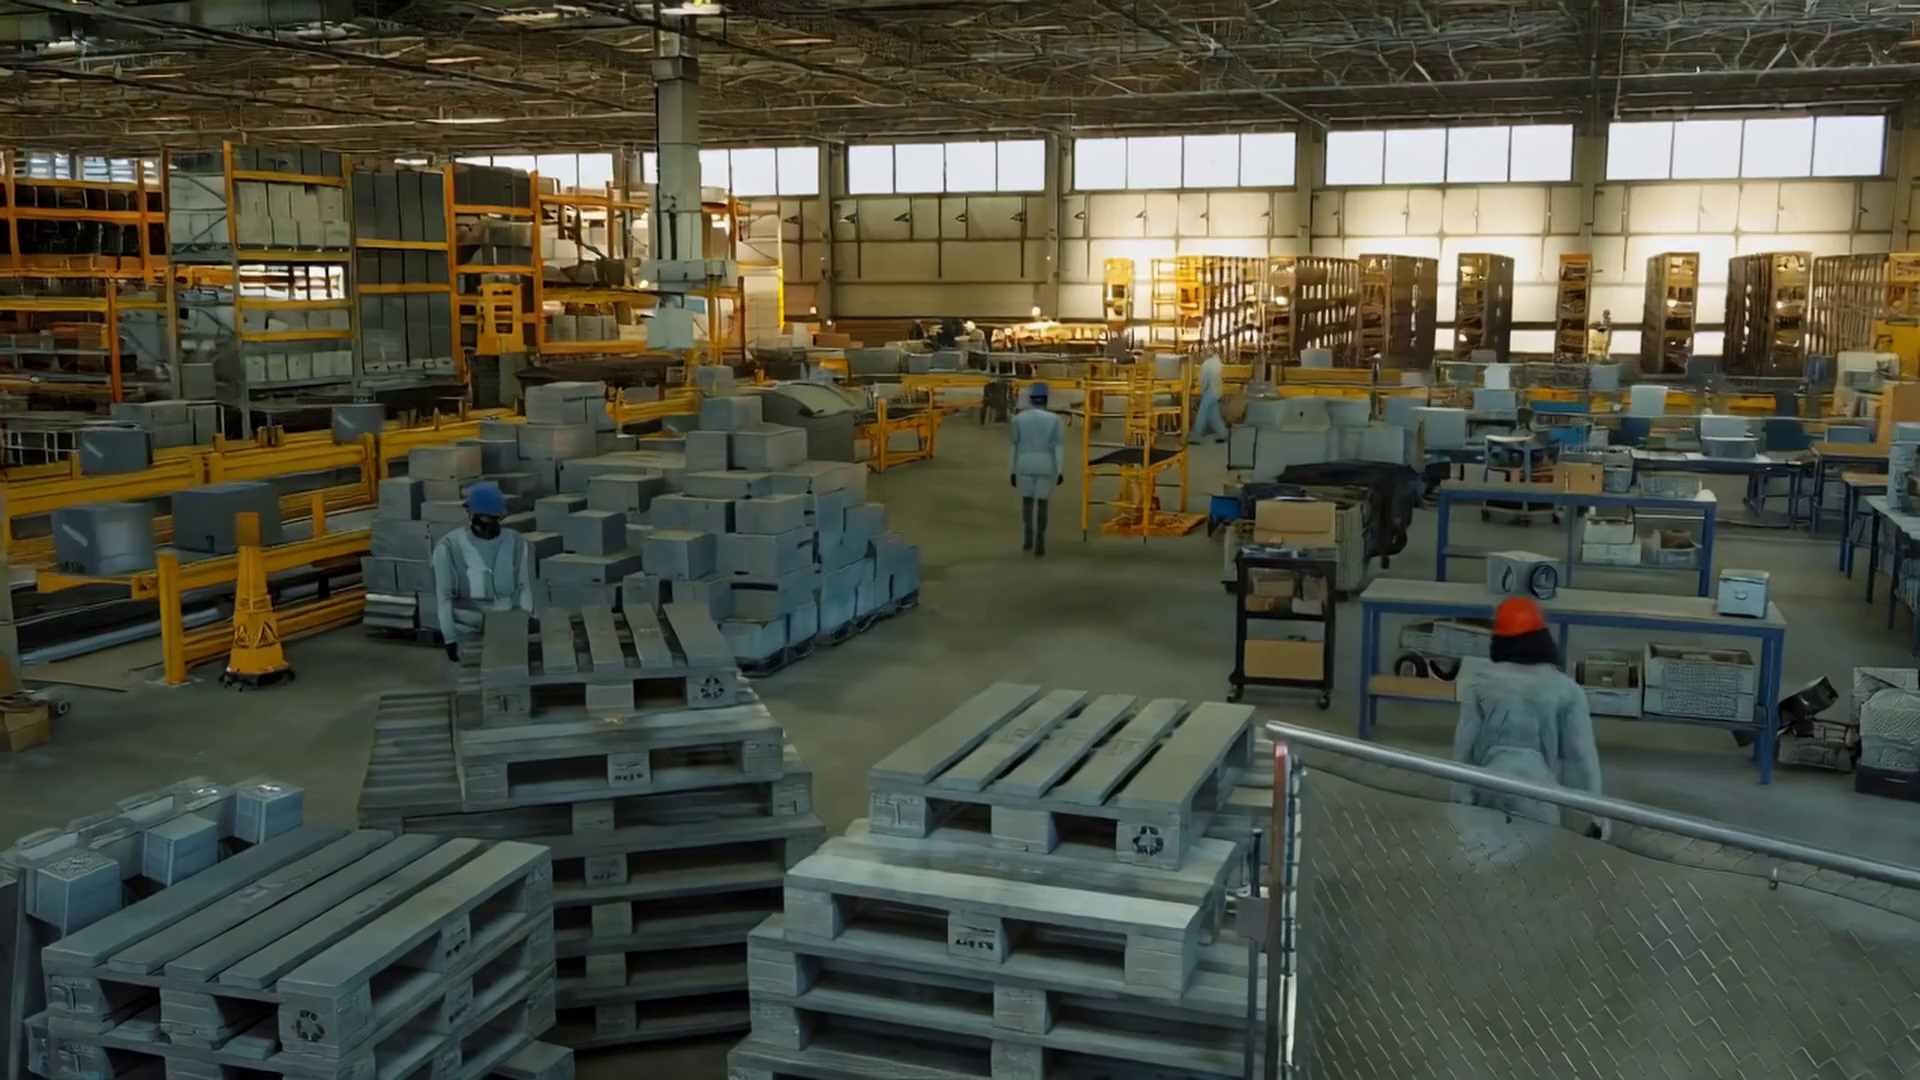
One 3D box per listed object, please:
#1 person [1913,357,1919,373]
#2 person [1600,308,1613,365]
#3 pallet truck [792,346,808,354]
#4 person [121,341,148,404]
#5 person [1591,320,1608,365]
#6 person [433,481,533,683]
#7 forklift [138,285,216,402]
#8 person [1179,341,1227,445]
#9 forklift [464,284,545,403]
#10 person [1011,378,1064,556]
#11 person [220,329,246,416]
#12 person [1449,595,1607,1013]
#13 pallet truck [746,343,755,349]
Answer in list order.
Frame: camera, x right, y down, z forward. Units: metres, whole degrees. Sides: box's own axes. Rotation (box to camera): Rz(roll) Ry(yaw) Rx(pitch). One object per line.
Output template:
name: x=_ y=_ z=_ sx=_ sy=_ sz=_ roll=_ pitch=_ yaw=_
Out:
person: x=20.727 y=-3.616 z=35.561 sx=0.616 sy=2.011 sz=0.842 roll=-4 pitch=10 yaw=-22
person: x=20.459 y=-6.349 z=52.734 sx=0.396 sy=1.990 sz=0.621 roll=0 pitch=9 yaw=-1
pallet truck: x=-3.705 y=-4.298 z=42.022 sx=0.653 sy=1.274 sz=1.630 roll=3 pitch=10 yaw=20
person: x=-14.109 y=-2.430 z=28.345 sx=0.384 sy=1.929 sz=0.539 roll=9 pitch=12 yaw=43
person: x=17.105 y=-4.959 z=44.496 sx=0.404 sy=1.836 sz=0.590 roll=1 pitch=9 yaw=7
person: x=-2.851 y=0.542 z=10.044 sx=0.587 sy=1.816 sz=0.421 roll=-6 pitch=11 yaw=-34
forklift: x=-17.480 y=-4.200 z=36.461 sx=1.873 sy=2.768 sz=1.129 roll=3 pitch=10 yaw=19
person: x=4.379 y=-2.619 z=29.741 sx=0.988 sy=1.854 sz=0.669 roll=-1 pitch=9 yaw=-7
forklift: x=-10.832 y=-4.702 z=39.610 sx=1.129 sy=2.768 sz=1.873 roll=3 pitch=10 yaw=20
person: x=0.853 y=-0.794 z=18.077 sx=0.564 sy=1.915 sz=0.511 roll=1 pitch=9 yaw=8
person: x=-15.560 y=-3.574 z=35.665 sx=0.629 sy=1.887 sz=0.666 roll=-6 pitch=11 yaw=-32
person: x=2.339 y=1.092 z=6.872 sx=0.600 sy=1.725 sz=0.374 roll=4 pitch=10 yaw=21
pallet truck: x=-6.183 y=-4.618 z=44.264 sx=1.601 sy=1.201 sz=0.680 roll=-9 pitch=12 yaw=-43
